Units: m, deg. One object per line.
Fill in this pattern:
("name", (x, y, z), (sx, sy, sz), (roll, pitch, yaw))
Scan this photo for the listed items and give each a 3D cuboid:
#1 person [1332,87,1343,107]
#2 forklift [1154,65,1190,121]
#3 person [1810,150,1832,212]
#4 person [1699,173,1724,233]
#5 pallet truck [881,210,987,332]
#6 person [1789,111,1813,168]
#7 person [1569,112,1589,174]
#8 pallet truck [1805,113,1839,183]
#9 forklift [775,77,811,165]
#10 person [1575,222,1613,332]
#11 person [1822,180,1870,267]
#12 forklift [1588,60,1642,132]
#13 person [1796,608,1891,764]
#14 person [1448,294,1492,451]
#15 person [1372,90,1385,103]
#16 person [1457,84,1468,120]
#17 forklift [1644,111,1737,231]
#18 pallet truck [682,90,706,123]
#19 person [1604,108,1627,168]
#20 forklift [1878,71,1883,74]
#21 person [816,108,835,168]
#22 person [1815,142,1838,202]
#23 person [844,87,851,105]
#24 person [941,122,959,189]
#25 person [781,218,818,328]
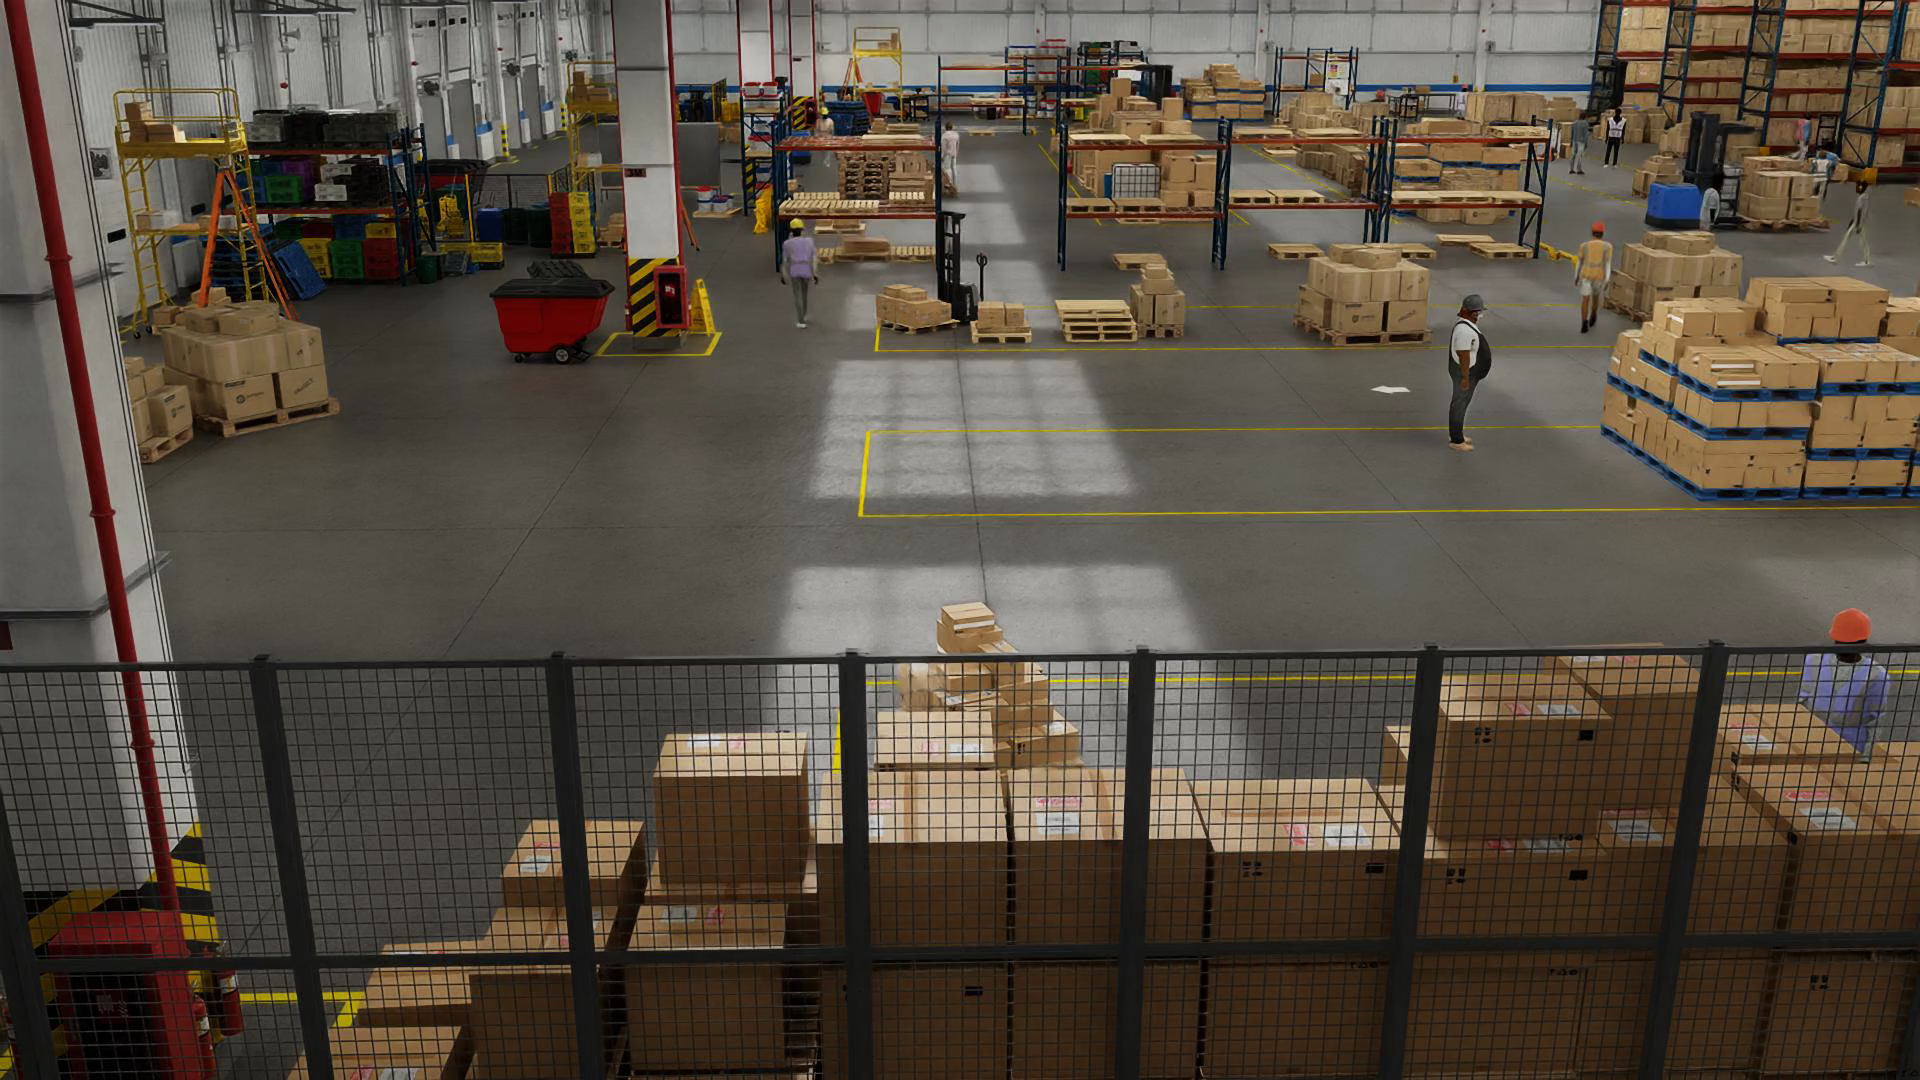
("person", (14.740, -16.750, 65.074), (0.639, 1.910, 0.460), (-16, 24, -39))
("forklift", (7.665, -16.455, 62.686), (1.873, 2.768, 1.129), (11, 22, 30))
("person", (22.781, -9.532, 44.120), (0.530, 1.604, 0.831), (5, 19, 15))
("person", (16.131, -6.907, 35.805), (0.391, 1.948, 0.605), (3, 19, 8))
("pallet truck", (-0.493, -4.759, 29.349), (1.885, 1.965, 0.823), (-13, 23, -34))
("person", (27.476, -13.045, 54.197), (0.516, 1.828, 0.630), (3, 19, 8))
("person", (19.533, -12.526, 52.493), (0.377, 1.933, 0.627), (-12, 22, -33))
("pallet truck", (26.403, -11.957, 50.702), (0.823, 1.965, 1.885), (6, 19, 16))
("forklift", (-5.920, -13.893, 55.085), (1.873, 2.768, 1.129), (-1, 19, -1))
("person", (11.065, -4.617, 29.106), (0.569, 1.879, 1.010), (8, 20, 22))
("person", (19.199, -6.799, 35.693), (0.510, 1.816, 0.994), (-15, 24, -37))
("forklift", (26.095, -17.629, 66.170), (1.873, 2.768, 1.129), (-1, 19, -2))
("person", (5.903, 1.371, 11.256), (0.547, 1.938, 0.379), (18, 25, 42))
("person", (6.636, -2.197, 21.681), (0.537, 2.000, 0.682), (5, 19, 14))
("person", (15.654, -15.917, 62.488), (0.632, 1.975, 0.759), (-6, 20, -17))
("person", (20.055, -17.199, 66.359), (0.373, 1.929, 0.542), (-10, 21, -27))
("forklift", (18.028, -9.040, 40.688), (1.873, 2.768, 1.129), (-1, 19, -2))
("pallet truck", (-9.671, -15.907, 62.421), (0.823, 1.965, 1.885), (5, 19, 15))
("person", (21.377, -13.118, 54.278), (0.590, 1.913, 0.399), (6, 20, 17))
("forklift", (32.119, -15.186, 58.920), (1.129, 2.768, 1.873), (-1, 19, -1))
("person", (-4.405, -13.210, 54.563), (0.620, 1.905, 0.650), (2, 19, 5))
("person", (23.754, -10.093, 45.676), (0.527, 1.668, 0.811), (9, 21, 24))
("person", (-4.611, -17.685, 68.160), (0.318, 1.697, 0.535), (-7, 20, -19))
("person", (-0.304, -11.270, 48.757), (0.629, 1.940, 0.372), (-16, 24, -39))
("person", (-2.884, -4.742, 29.461), (0.622, 1.885, 0.902), (-8, 20, -21))
